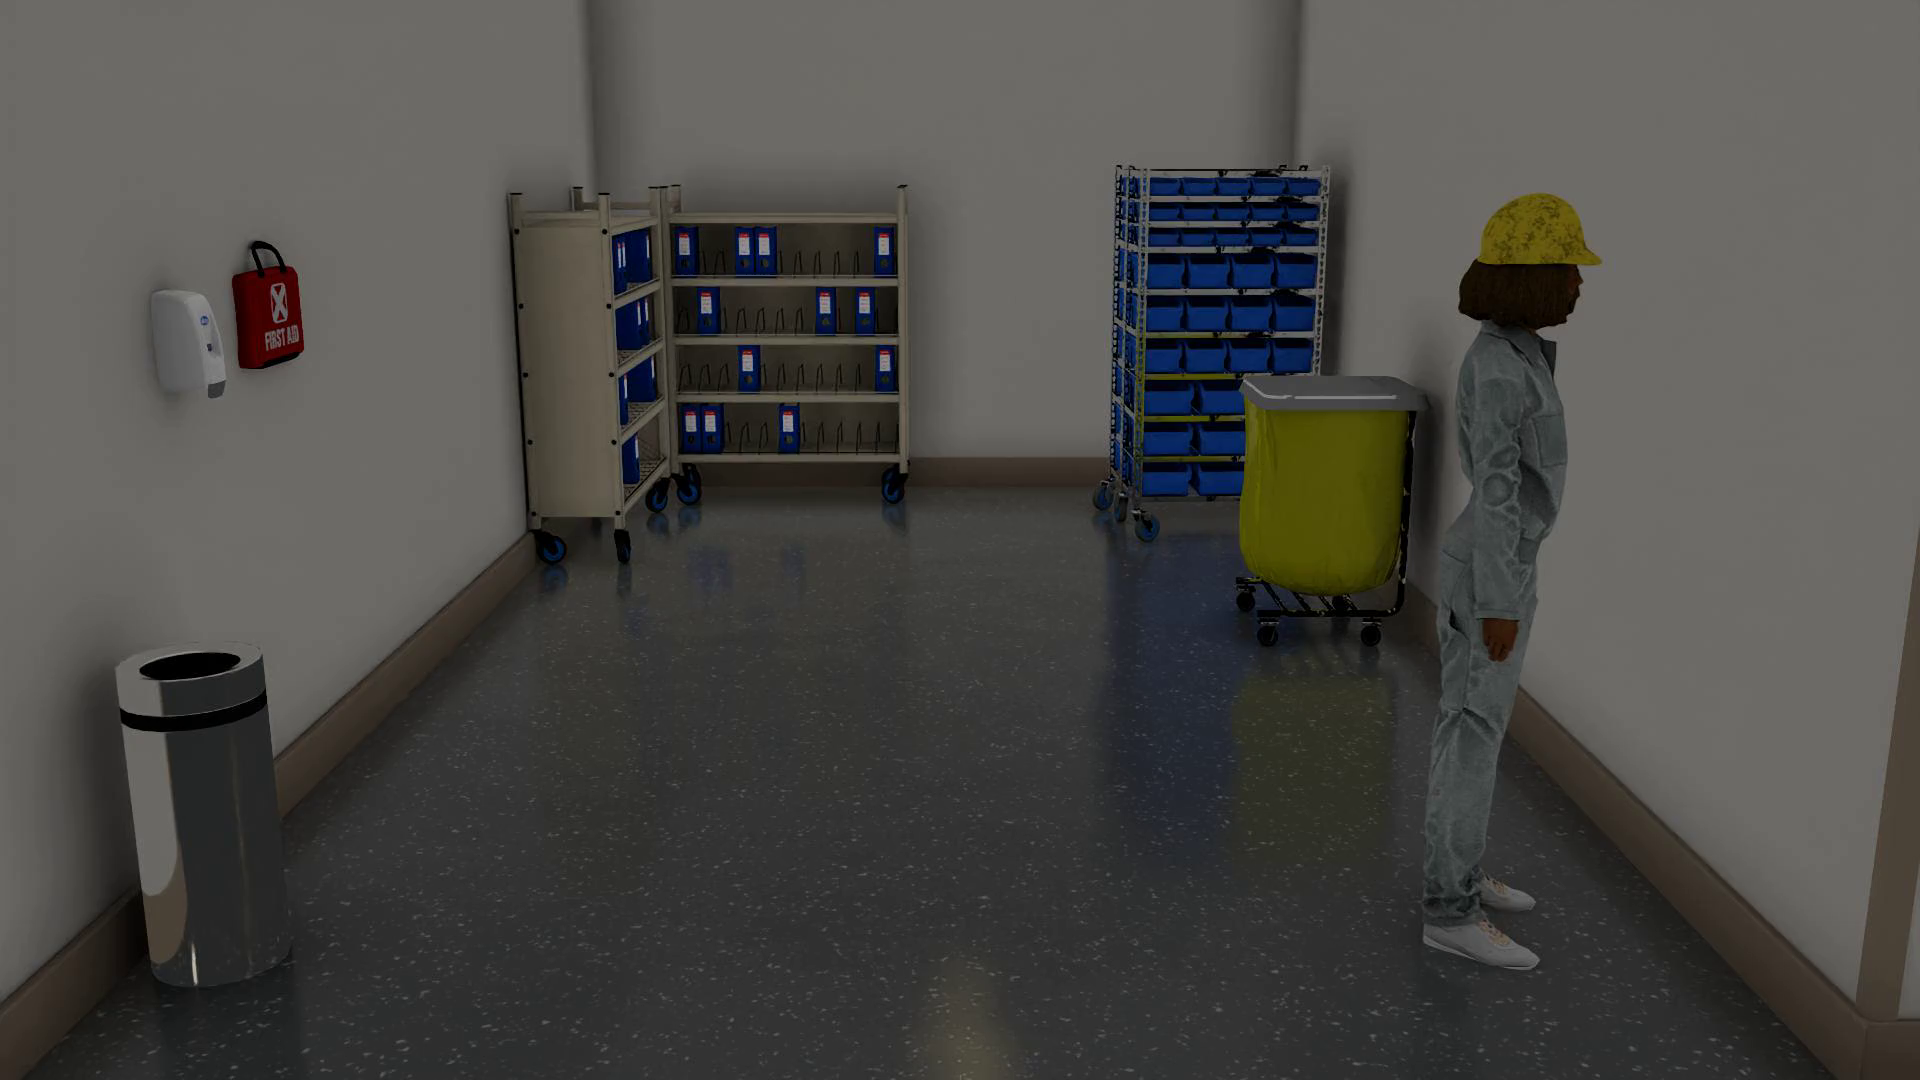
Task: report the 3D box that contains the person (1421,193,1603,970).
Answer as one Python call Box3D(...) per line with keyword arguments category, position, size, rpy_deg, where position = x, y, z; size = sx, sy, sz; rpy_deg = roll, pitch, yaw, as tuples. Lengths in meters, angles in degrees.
Box3D(category="person", position=(1.250, 0.095, 3.810), size=(0.295, 1.744, 0.488), rpy_deg=(4, 14, 18))
